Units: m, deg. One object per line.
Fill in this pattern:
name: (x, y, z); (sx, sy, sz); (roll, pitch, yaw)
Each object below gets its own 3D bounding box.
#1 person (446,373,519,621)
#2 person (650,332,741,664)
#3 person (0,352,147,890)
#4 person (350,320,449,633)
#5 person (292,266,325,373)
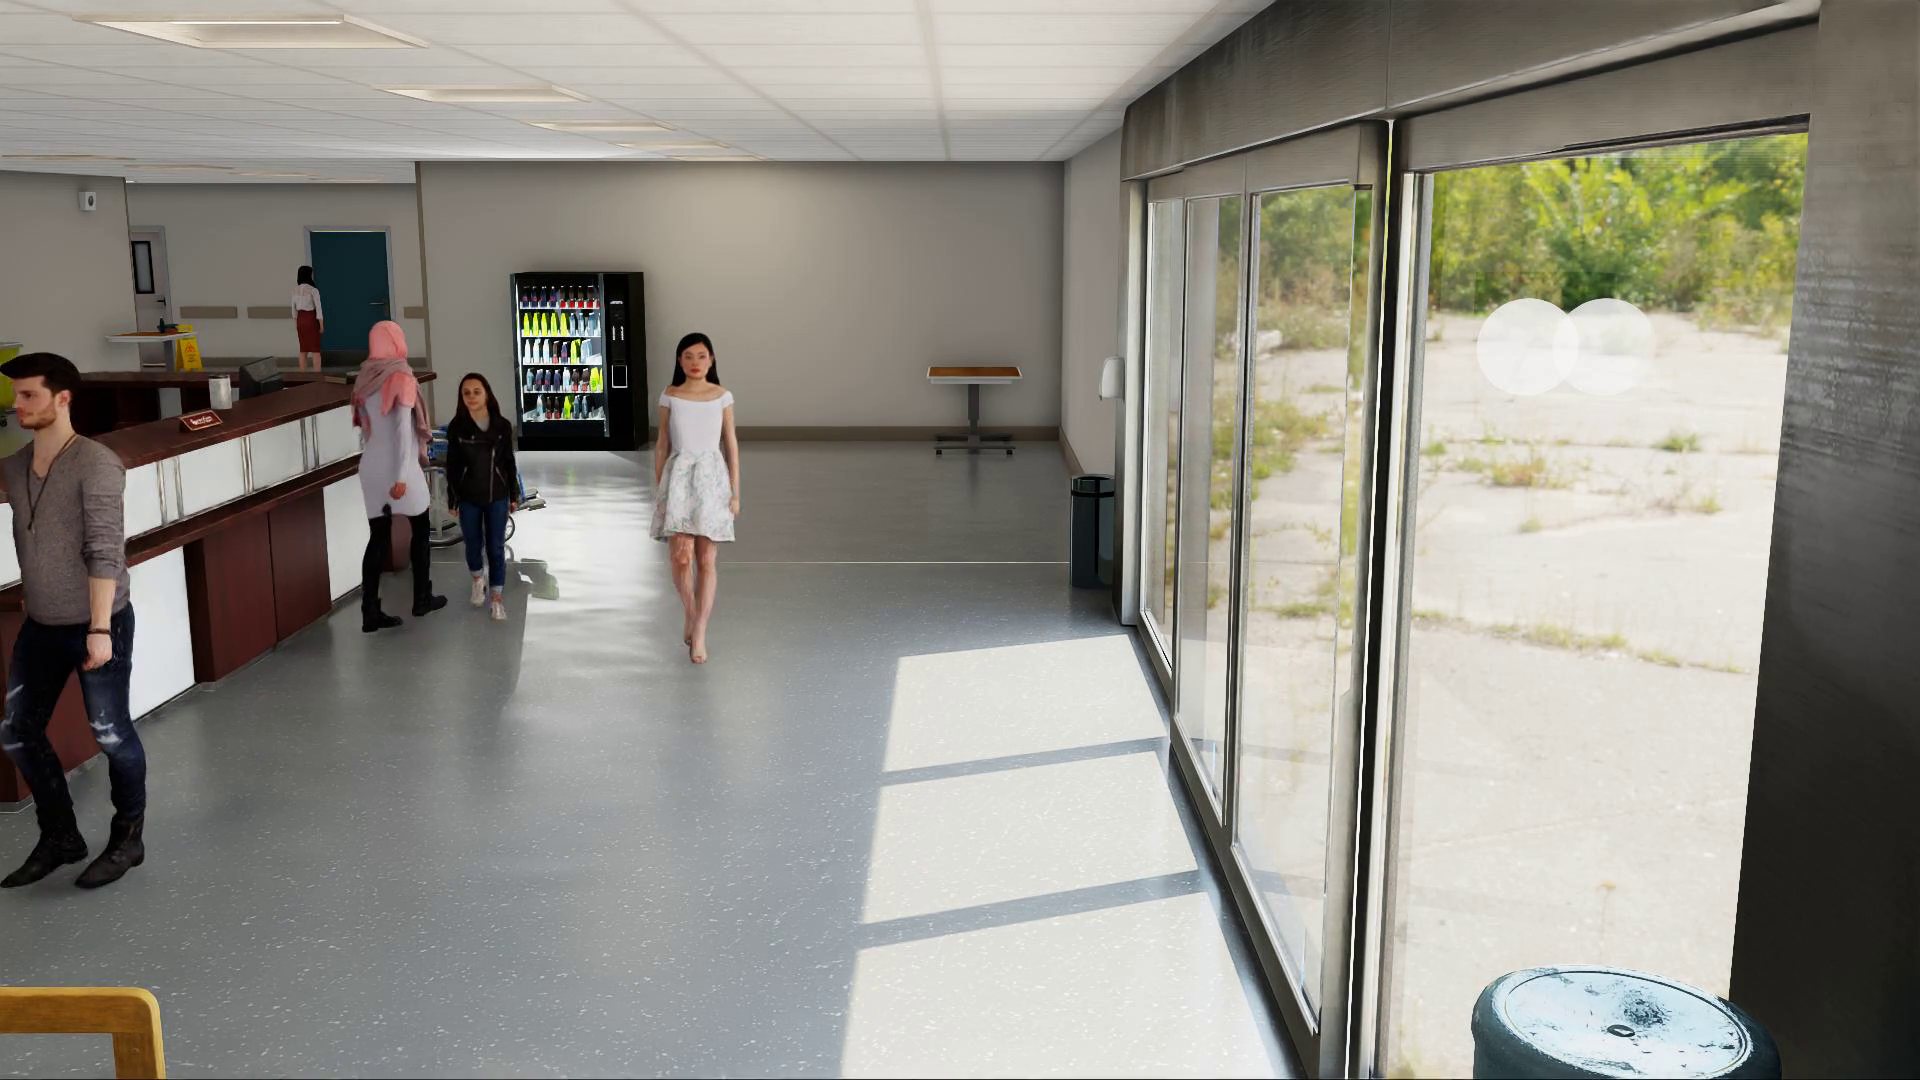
person: (-2.867, -0.263, 9.961); (0.981, 1.453, 0.809); (-3, 11, -15)
person: (-1.419, -0.225, 8.926); (0.711, 1.765, 0.769); (-2, 11, -11)
person: (-3.070, 0.280, 5.924); (0.724, 1.893, 0.853); (3, 11, 16)
person: (-3.308, -0.336, 9.535); (0.985, 1.757, 0.955); (6, 12, 30)
person: (-9.336, -3.048, 23.846); (0.533, 1.749, 0.711); (3, 11, 14)
